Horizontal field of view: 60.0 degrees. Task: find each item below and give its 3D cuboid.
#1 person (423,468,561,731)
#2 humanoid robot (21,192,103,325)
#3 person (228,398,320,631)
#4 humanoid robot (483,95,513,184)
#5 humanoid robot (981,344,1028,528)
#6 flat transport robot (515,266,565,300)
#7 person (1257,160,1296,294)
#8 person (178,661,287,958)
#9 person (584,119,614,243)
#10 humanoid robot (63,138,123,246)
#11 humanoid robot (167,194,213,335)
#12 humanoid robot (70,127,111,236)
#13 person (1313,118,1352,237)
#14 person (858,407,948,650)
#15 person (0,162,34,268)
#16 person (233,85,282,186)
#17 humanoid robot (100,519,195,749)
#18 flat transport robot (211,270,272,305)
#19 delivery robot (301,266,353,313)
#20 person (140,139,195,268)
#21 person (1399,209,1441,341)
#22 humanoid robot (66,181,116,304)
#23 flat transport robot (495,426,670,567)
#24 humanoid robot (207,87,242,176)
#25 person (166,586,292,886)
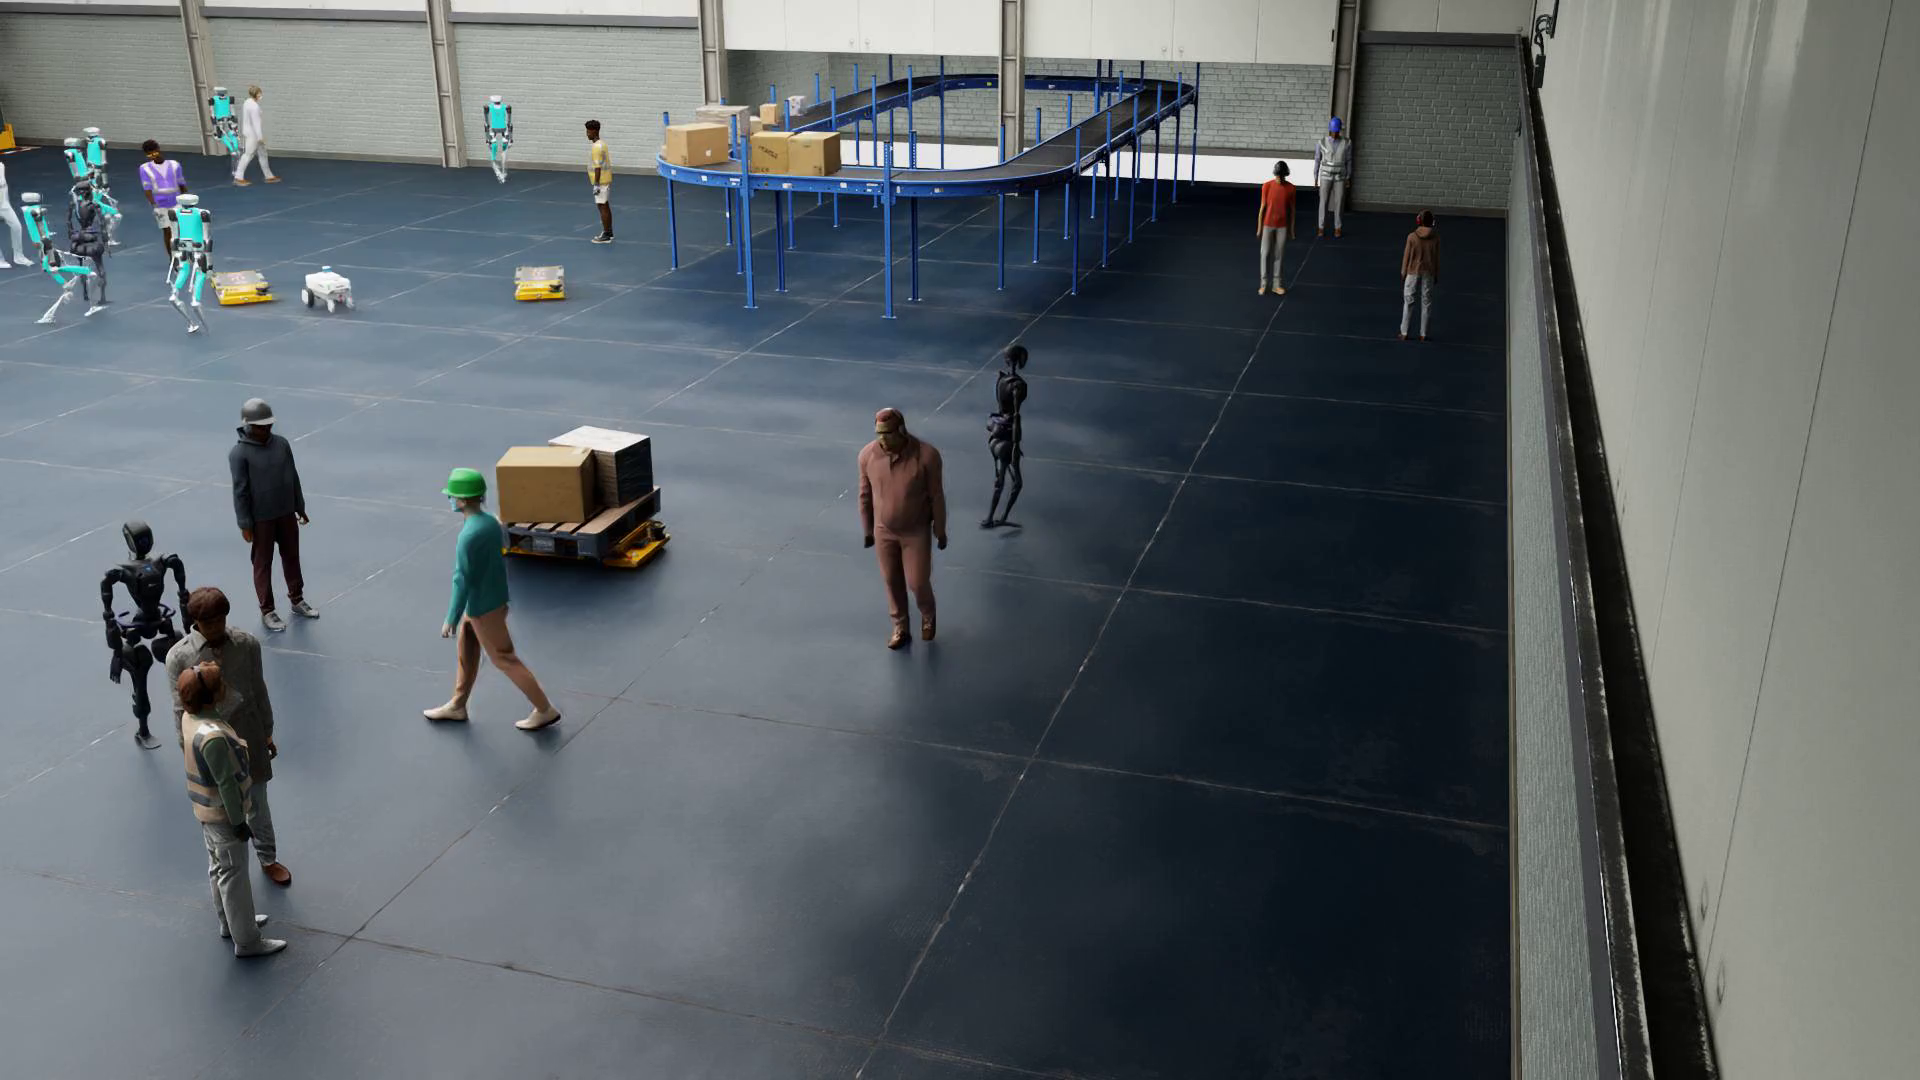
[{"bbox_3d":[-3.140,0.412,10.944,0.953,1.830,0.528,-1,21,-2],"label":"person"},{"bbox_3d":[-11.704,-3.687,21.788,1.031,1.780,0.541,-18,27,-38],"label":"humanoid robot"},{"bbox_3d":[-5.209,-0.207,12.581,0.381,1.806,0.550,15,26,33],"label":"person"},{"bbox_3d":[-9.036,-7.860,32.573,0.543,1.742,0.984,-7,22,-18],"label":"humanoid robot"},{"bbox_3d":[0.392,-0.903,14.574,0.388,1.645,0.590,-5,22,-14],"label":"humanoid robot"},{"bbox_3d":[-5.976,-3.664,23.681,0.659,0.231,1.431,-4,21,-11],"label":"flat transport robot"},{"bbox_3d":[4.434,-4.354,23.230,0.538,1.894,0.479,1,21,2],"label":"person"},{"bbox_3d":[-3.822,1.397,8.640,0.306,1.644,0.513,-15,26,-34],"label":"person"},{"bbox_3d":[-5.818,-5.797,26.869,0.373,1.959,0.602,-1,21,-3],"label":"person"},{"bbox_3d":[-13.607,-5.454,26.332,0.811,1.797,0.530,-5,22,-13],"label":"humanoid robot"},{"bbox_3d":[-9.800,-3.418,21.096,0.546,1.826,0.775,1,21,2],"label":"humanoid robot"},{"bbox_3d":[-14.304,-5.824,27.267,0.530,1.789,0.781,14,25,32],"label":"humanoid robot"},{"bbox_3d":[6.120,-5.960,27.331,0.615,1.933,0.416,1,21,4],"label":"person"},{"bbox_3d":[-0.427,-0.083,12.159,0.668,1.878,0.445,7,22,17],"label":"person"},{"bbox_3d":[-14.392,-5.016,24.927,0.665,1.901,0.596,8,22,20],"label":"person"},{"bbox_3d":[-13.798,-7.849,32.308,0.919,1.892,0.657,-13,25,-30],"label":"person"},{"bbox_3d":[-5.155,0.632,10.630,0.761,1.621,0.585,16,27,36],"label":"humanoid robot"},{"bbox_3d":[-10.130,-3.560,23.411,0.659,0.231,1.431,-11,24,-26],"label":"flat transport robot"},{"bbox_3d":[-8.618,-3.429,22.680,0.779,0.598,0.499,20,28,41],"label":"delivery robot"},{"bbox_3d":[-11.821,-5.015,24.884,0.669,1.933,0.417,-18,27,-38],"label":"person"},{"bbox_3d":[5.769,-3.307,20.837,0.464,1.647,0.318,3,21,8],"label":"person"},{"bbox_3d":[-12.006,-4.097,22.876,0.612,1.629,0.400,3,21,7],"label":"humanoid robot"},{"bbox_3d":[-3.274,-0.021,14.232,1.431,0.231,0.659,6,22,14],"label":"flat transport robot"},{"bbox_3d":[-14.491,-8.067,33.081,0.711,1.819,0.546,16,27,36],"label":"humanoid robot"},{"bbox_3d":[-4.013,1.110,9.133,0.501,1.830,0.365,-16,27,-36],"label":"person"}]
